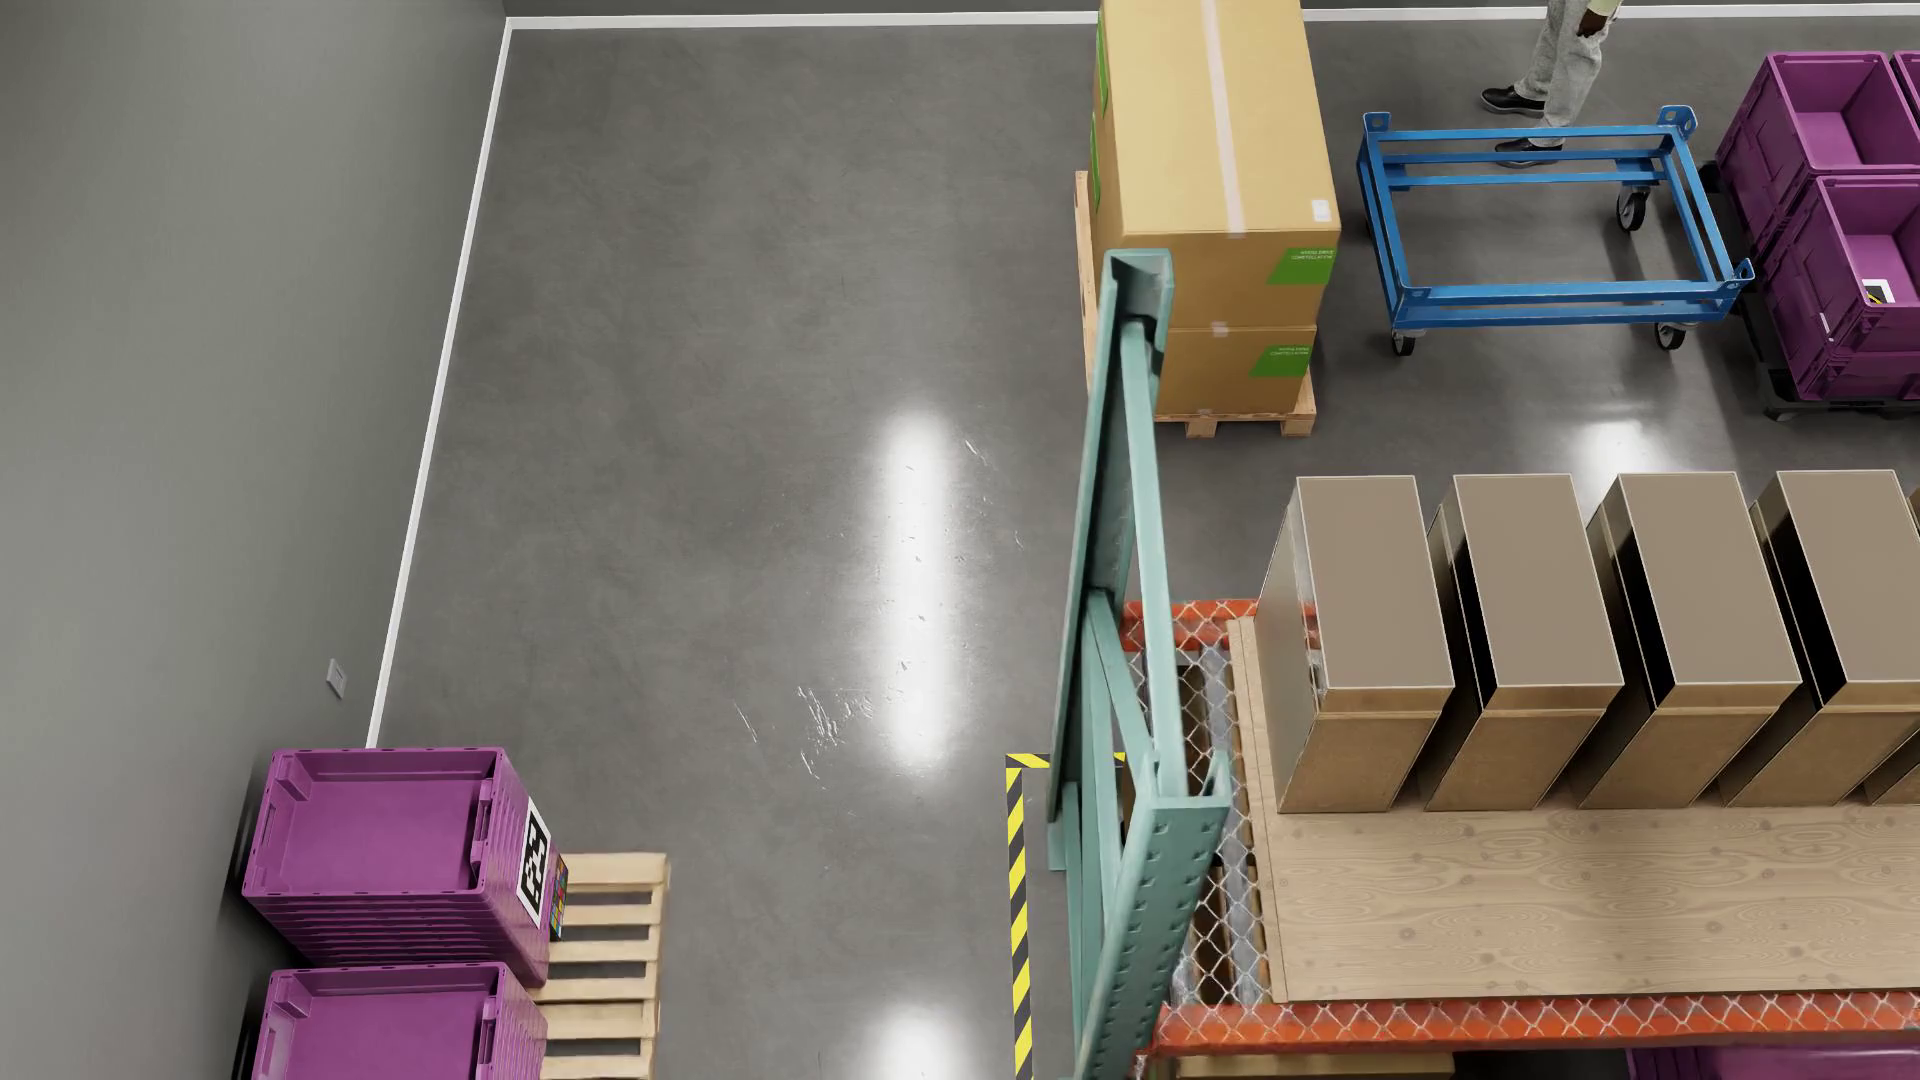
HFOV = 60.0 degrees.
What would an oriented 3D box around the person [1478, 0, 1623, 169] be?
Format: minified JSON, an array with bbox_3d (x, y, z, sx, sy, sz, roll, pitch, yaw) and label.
[{"bbox_3d":[2.315,-2.148,6.079,0.403,1.834,0.589,2,58,1],"label":"person"}]
